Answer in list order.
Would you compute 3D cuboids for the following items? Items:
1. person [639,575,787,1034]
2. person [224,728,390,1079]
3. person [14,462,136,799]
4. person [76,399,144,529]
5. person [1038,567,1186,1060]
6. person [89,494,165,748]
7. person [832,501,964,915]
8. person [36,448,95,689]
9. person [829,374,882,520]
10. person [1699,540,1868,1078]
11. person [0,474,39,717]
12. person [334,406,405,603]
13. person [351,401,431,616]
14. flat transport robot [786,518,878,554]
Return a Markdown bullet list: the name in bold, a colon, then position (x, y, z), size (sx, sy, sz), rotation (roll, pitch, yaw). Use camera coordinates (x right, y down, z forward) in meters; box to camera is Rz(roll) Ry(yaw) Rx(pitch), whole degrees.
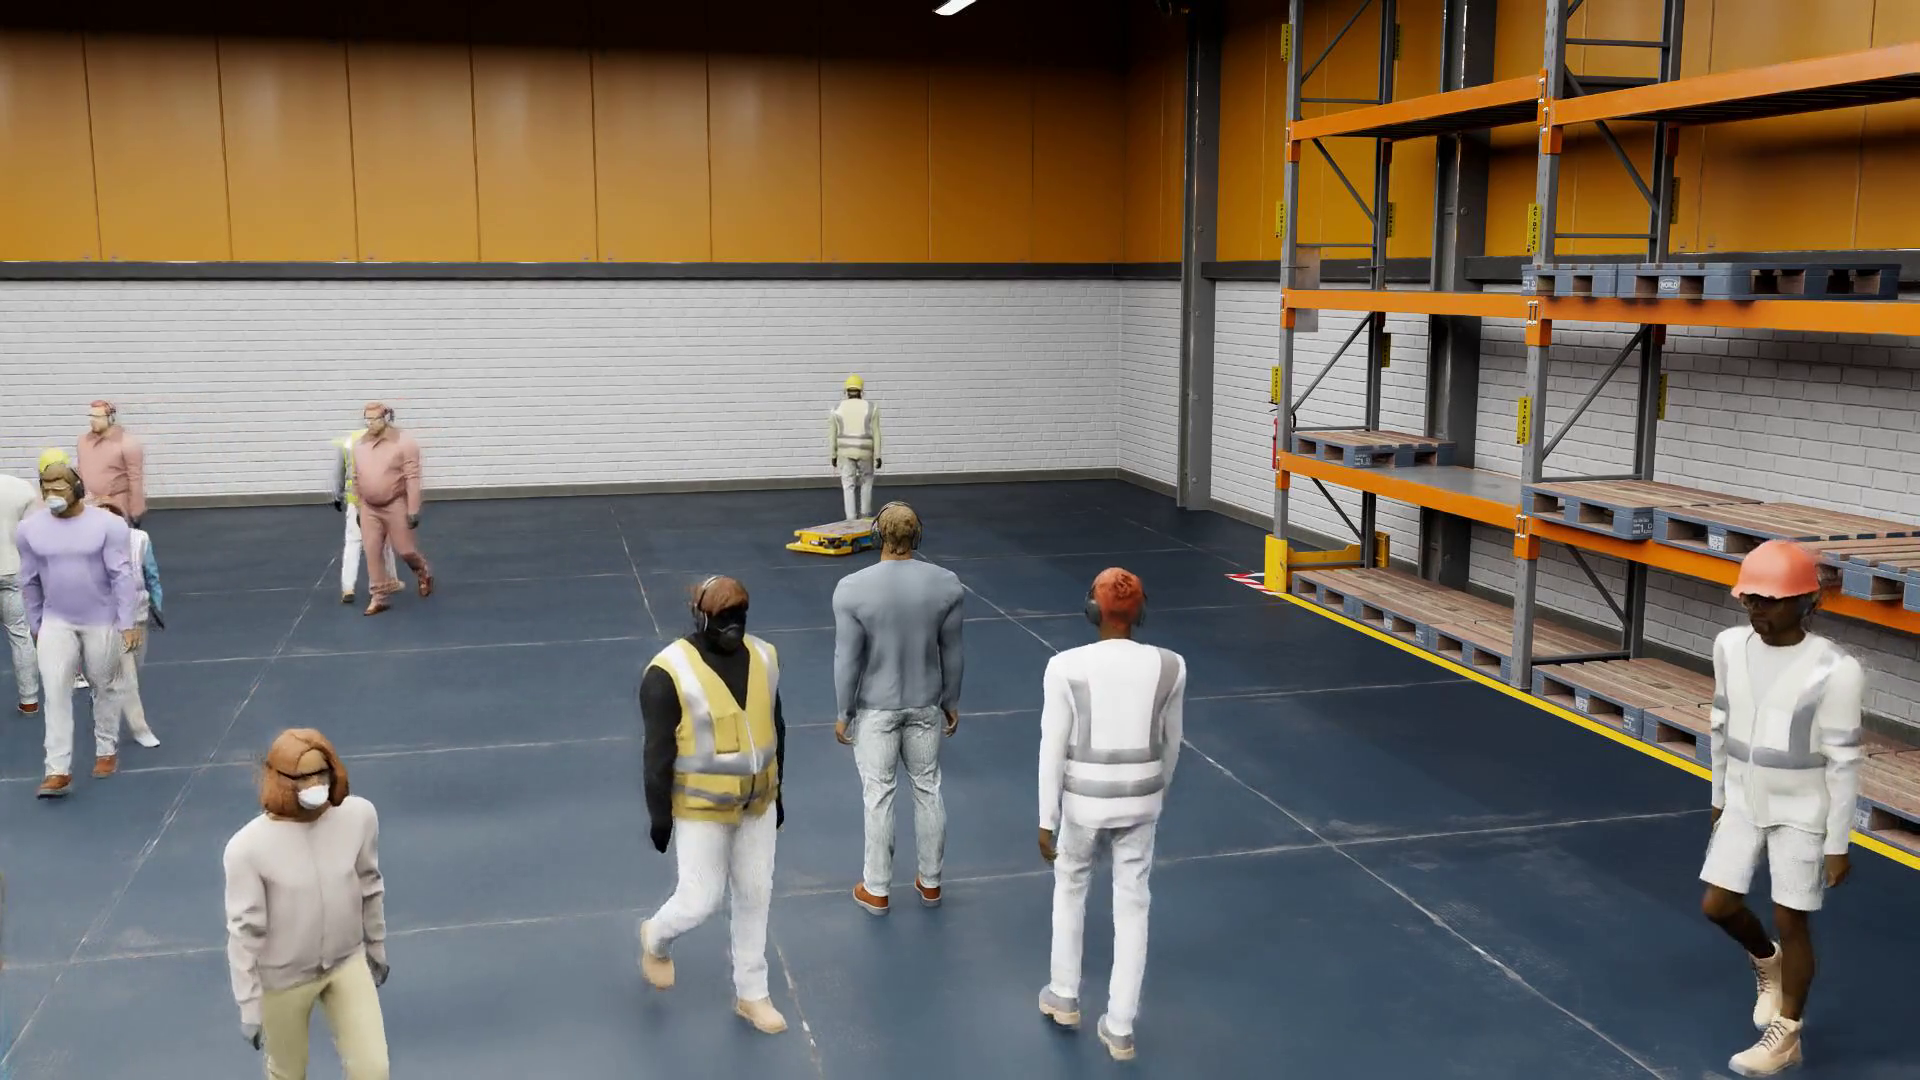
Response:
- **person**: position (-0.980, 1.025, 6.613), size (0.631, 1.827, 0.631), rotation (-9, 12, -43)
- **person**: position (-1.940, 1.370, 5.093), size (0.725, 1.603, 0.534), rotation (9, 13, 44)
- **person**: position (-5.074, 0.510, 9.545), size (0.651, 1.897, 0.920), rotation (-2, 9, -14)
- **person**: position (-7.496, -0.309, 14.704), size (0.659, 1.892, 0.622), rotation (3, 10, 18)
- **person**: position (0.571, 1.025, 6.472), size (0.585, 1.859, 0.696), rotation (-1, 9, -6)
- **person**: position (-5.394, 0.491, 10.591), size (0.751, 1.605, 0.519), rotation (6, 11, 33)
- **person**: position (-0.288, 0.780, 7.769), size (0.636, 1.939, 0.364), rotation (-3, 10, -20)
- **person**: position (-6.565, 0.177, 12.158), size (0.797, 1.732, 0.525), rotation (9, 13, 44)
- **person**: position (-1.210, -1.029, 19.444), size (0.627, 1.807, 0.705), rotation (0, 9, 3)
- **person**: position (3.032, 0.993, 6.158), size (0.559, 2.025, 0.624), rotation (-5, 10, -29)
- **person**: position (-6.434, 0.259, 11.036), size (0.373, 1.937, 0.629), rotation (8, 12, 43)
- **person**: position (-5.430, -0.332, 15.220), size (0.736, 1.789, 0.938), rotation (0, 9, 1)
- **person**: position (-5.044, -0.305, 14.741), size (0.646, 1.886, 0.731), rotation (2, 9, 10)
- **flat transport robot**: position (-1.193, -0.052, 18.149), size (0.652, 0.197, 1.431), rotation (6, 11, 33)
